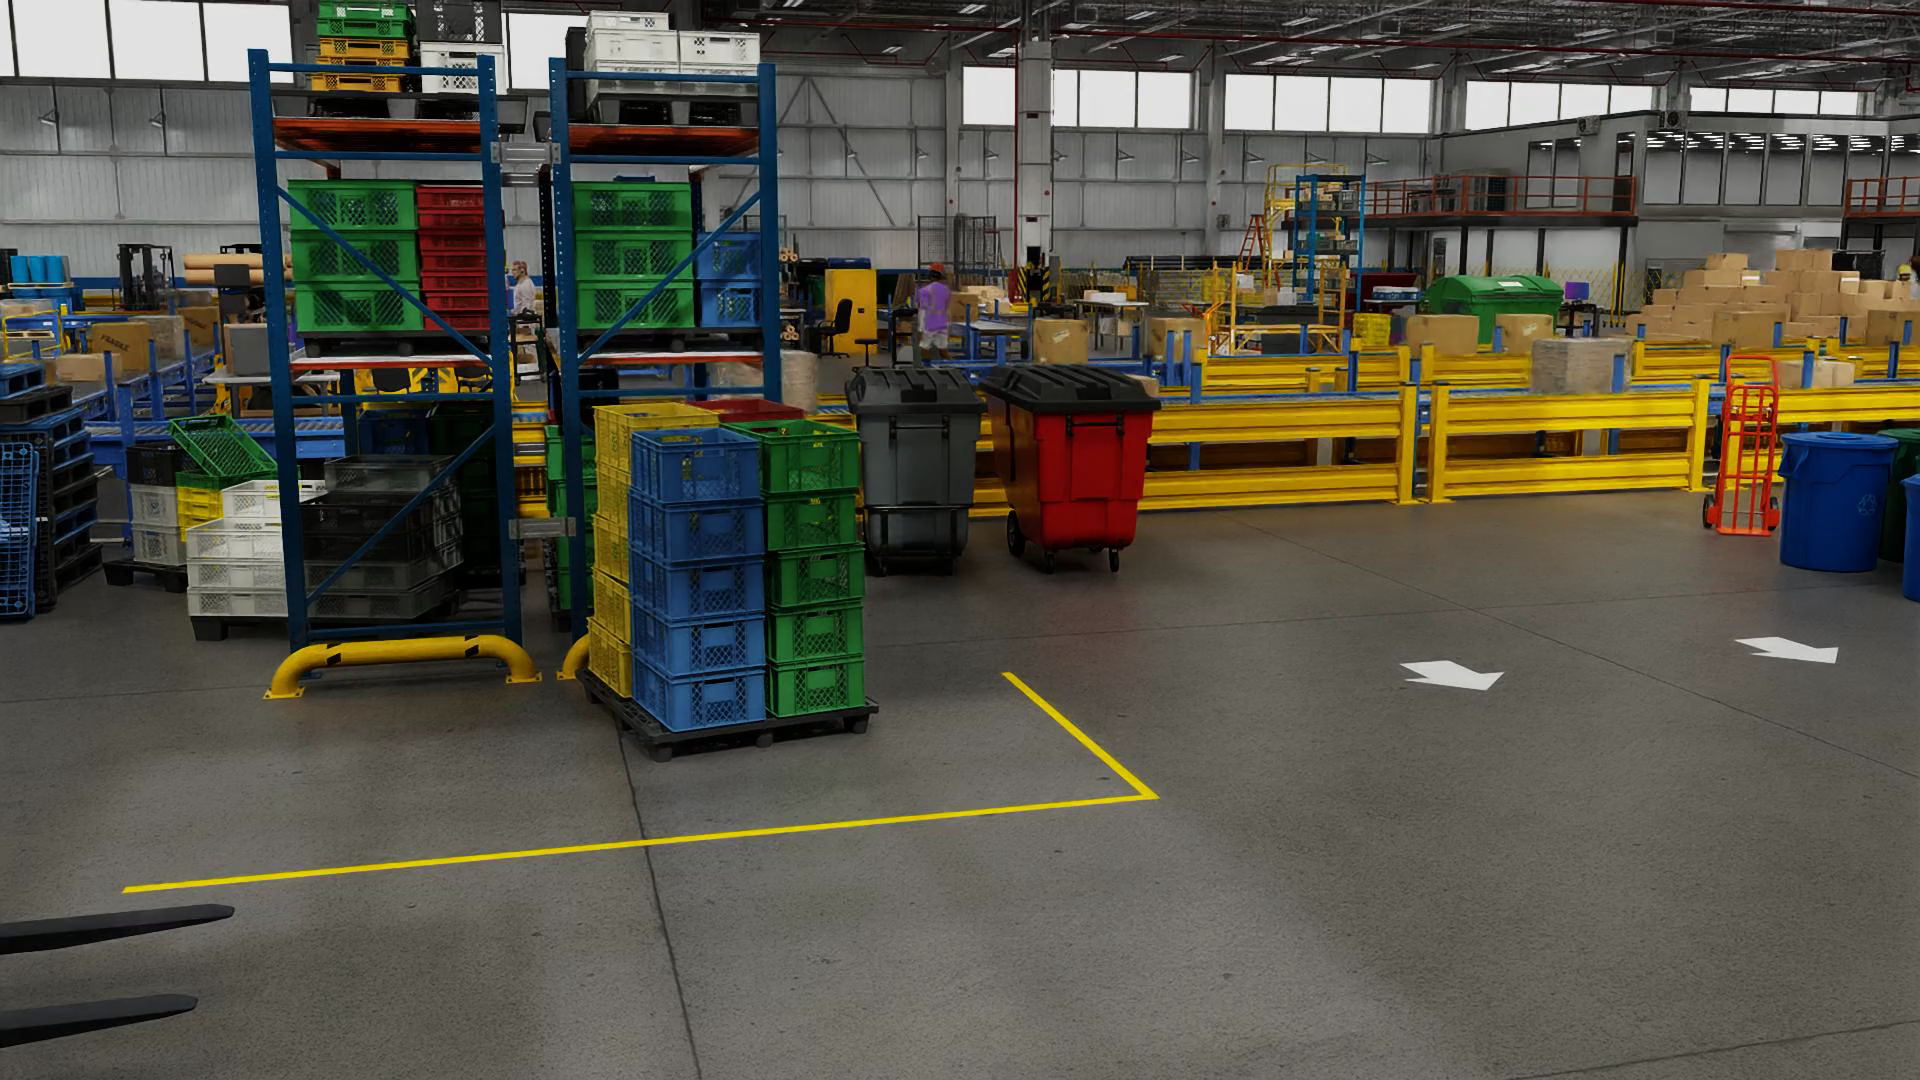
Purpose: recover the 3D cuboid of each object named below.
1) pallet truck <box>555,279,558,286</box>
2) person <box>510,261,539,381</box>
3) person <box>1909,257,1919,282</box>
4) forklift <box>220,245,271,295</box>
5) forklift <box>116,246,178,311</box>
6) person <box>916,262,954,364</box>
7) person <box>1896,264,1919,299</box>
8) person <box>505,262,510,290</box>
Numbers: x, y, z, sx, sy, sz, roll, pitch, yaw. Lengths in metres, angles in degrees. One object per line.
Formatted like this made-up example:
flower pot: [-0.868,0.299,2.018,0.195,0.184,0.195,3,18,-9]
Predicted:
pallet truck: [-10.604,-6.375,44.520,0.653,1.274,1.630,-3,10,-15]
person: [-6.941,-3.479,26.462,0.396,1.899,0.644,-3,10,-17]
person: [22.630,-5.823,39.763,0.489,1.876,0.620,3,11,18]
forklift: [-17.749,-6.334,41.440,1.157,1.987,2.680,-3,10,-17]
forklift: [-19.966,-6.232,40.894,1.157,1.987,2.680,-3,10,-15]
person: [-0.341,-3.154,24.608,0.638,1.909,0.601,-9,14,-42]
person: [15.638,-3.663,27.668,0.603,1.828,0.404,1,10,7]
person: [-10.820,-5.719,39.515,0.326,1.760,0.524,-7,12,-35]
